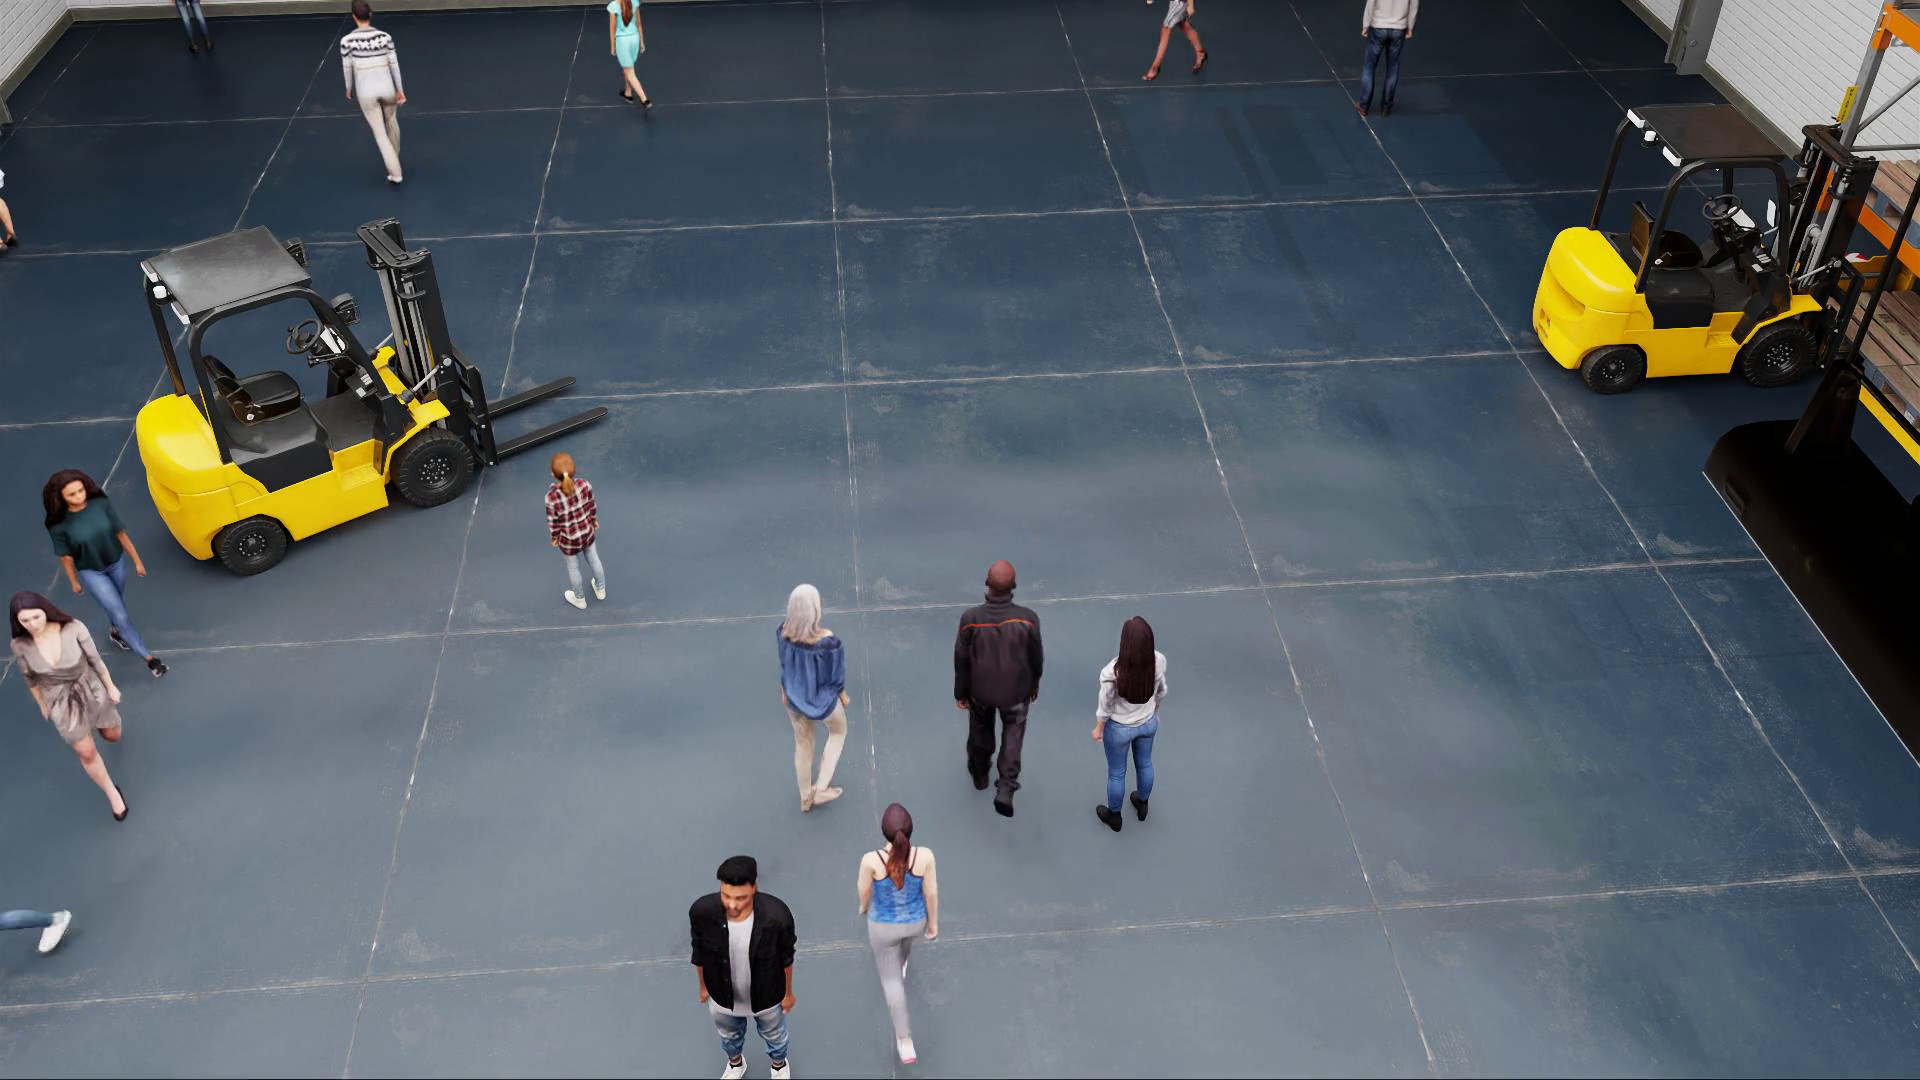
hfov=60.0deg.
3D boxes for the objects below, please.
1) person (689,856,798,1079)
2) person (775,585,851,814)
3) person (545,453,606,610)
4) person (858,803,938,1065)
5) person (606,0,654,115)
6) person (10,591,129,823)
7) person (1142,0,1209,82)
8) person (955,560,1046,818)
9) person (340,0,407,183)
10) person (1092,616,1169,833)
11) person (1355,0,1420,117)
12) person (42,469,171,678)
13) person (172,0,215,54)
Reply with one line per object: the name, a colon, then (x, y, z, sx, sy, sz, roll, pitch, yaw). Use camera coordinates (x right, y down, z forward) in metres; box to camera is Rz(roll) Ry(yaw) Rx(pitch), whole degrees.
person: (-1.089, 2.234, 8.508, 0.731, 1.813, 0.659, 3, 39, 4)
person: (-0.930, 1.044, 10.107, 0.727, 1.679, 0.751, 18, 42, 21)
person: (-2.729, -0.072, 11.803, 0.616, 1.305, 0.651, -24, 45, -27)
person: (-0.326, 2.103, 8.871, 0.679, 1.564, 1.135, -9, 40, -11)
person: (-3.648, -5.466, 18.375, 0.923, 1.533, 1.093, -27, 46, -30)
person: (-5.411, 0.939, 10.199, 0.844, 1.726, 1.060, -17, 42, -20)
person: (2.581, -6.139, 19.026, 0.812, 1.772, 1.091, -11, 40, -14)
person: (0.249, 0.956, 10.131, 0.796, 1.785, 0.997, 0, 39, 0)
person: (-5.944, -4.536, 16.980, 1.064, 1.821, 1.276, -23, 44, -26)
person: (1.037, 1.115, 10.055, 0.666, 1.632, 0.627, -16, 41, -19)
person: (4.691, -5.598, 18.243, 0.753, 1.904, 0.665, 2, 39, 2)
person: (-5.862, 0.162, 11.289, 1.075, 1.582, 1.044, 25, 45, 28)
person: (-9.227, -6.482, 19.823, 0.581, 1.314, 0.598, -18, 42, -21)
